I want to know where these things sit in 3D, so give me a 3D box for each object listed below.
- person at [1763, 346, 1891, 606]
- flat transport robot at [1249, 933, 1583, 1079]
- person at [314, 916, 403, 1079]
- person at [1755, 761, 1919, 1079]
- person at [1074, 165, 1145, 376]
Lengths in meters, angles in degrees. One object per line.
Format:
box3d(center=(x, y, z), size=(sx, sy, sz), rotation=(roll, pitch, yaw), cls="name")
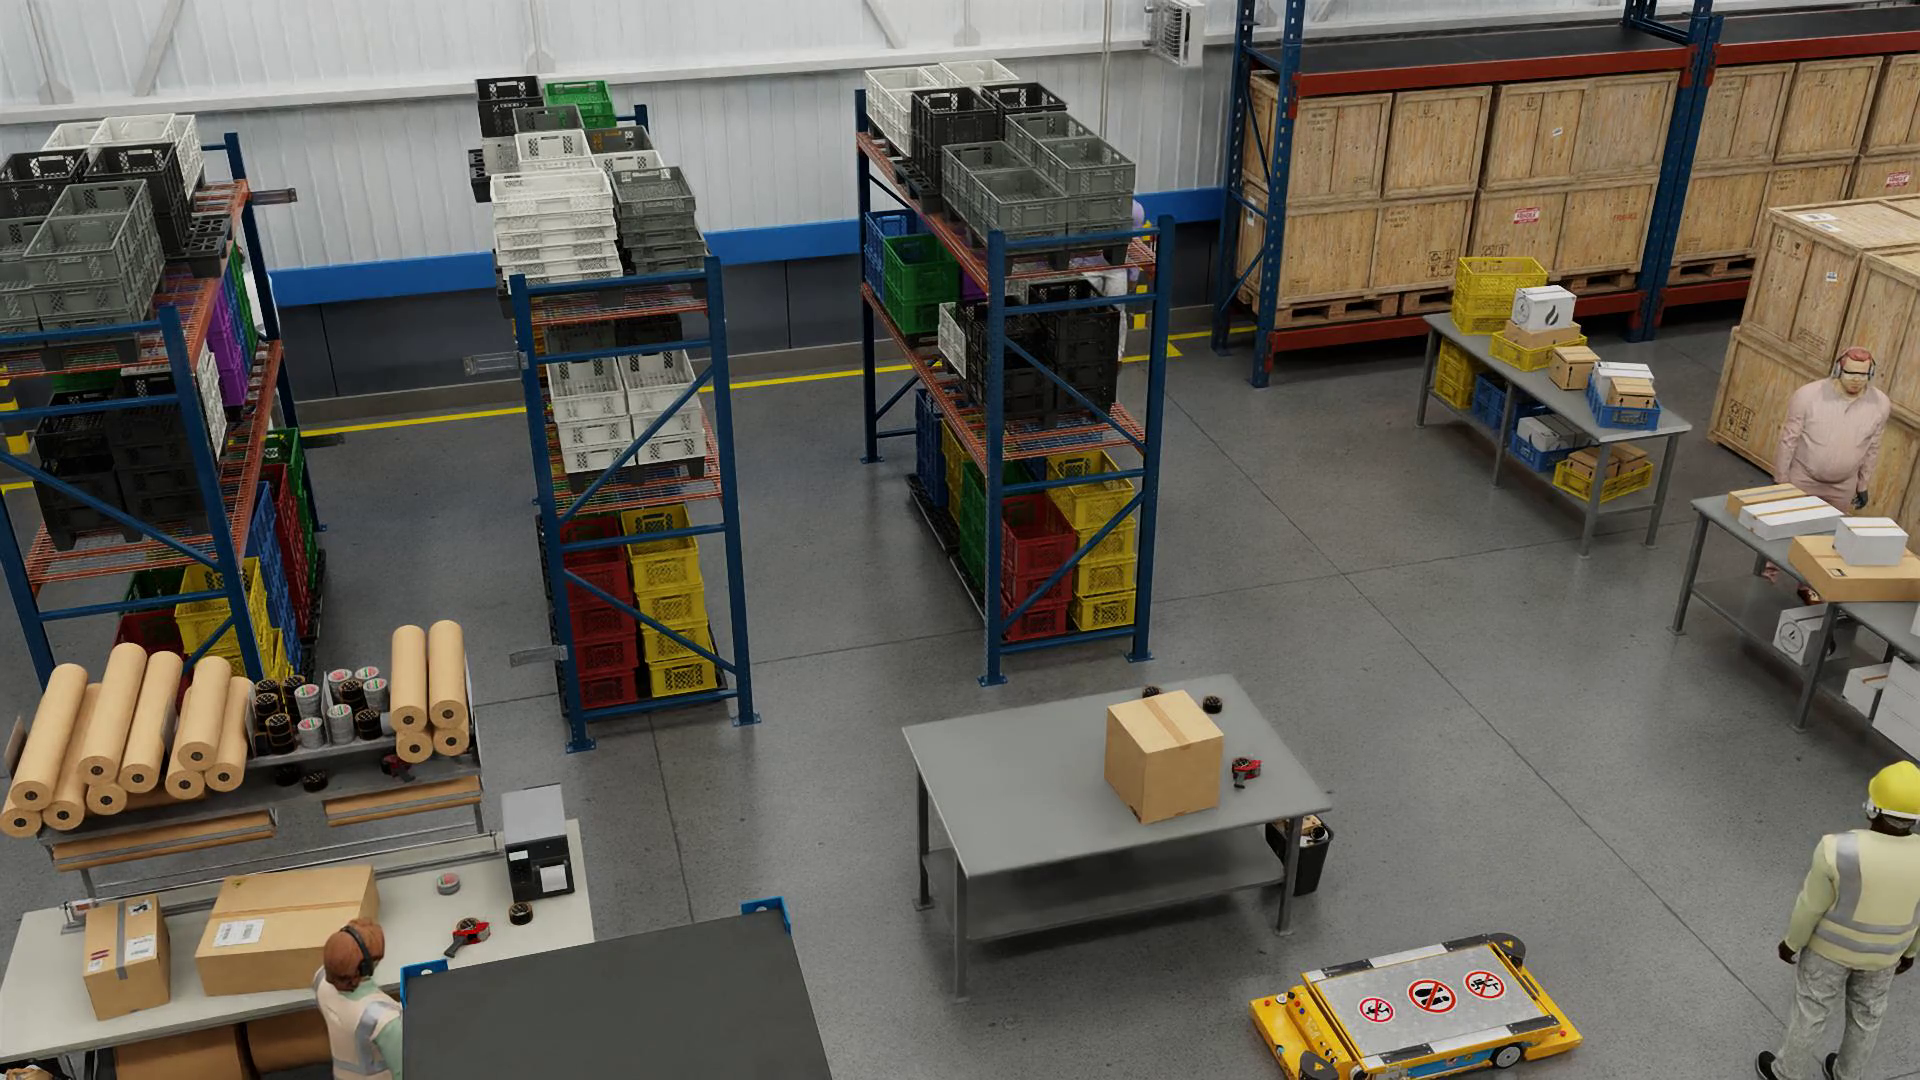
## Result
box3d(center=(5.793, -0.399, 11.174), size=(0.637, 1.909, 0.406), rotation=(5, 29, 9), cls="person")
box3d(center=(2.184, 2.282, 7.980), size=(1.431, 0.197, 0.652), rotation=(-8, 30, -14), cls="flat transport robot")
box3d(center=(-2.338, 2.210, 6.708), size=(0.514, 1.632, 0.312), rotation=(21, 35, 33), cls="person")
box3d(center=(3.940, 1.750, 7.339), size=(0.586, 1.833, 0.403), rotation=(3, 29, 5), cls="person")
box3d(center=(1.310, -2.405, 14.804), size=(0.630, 1.932, 0.362), rotation=(10, 30, 18), cls="person")
